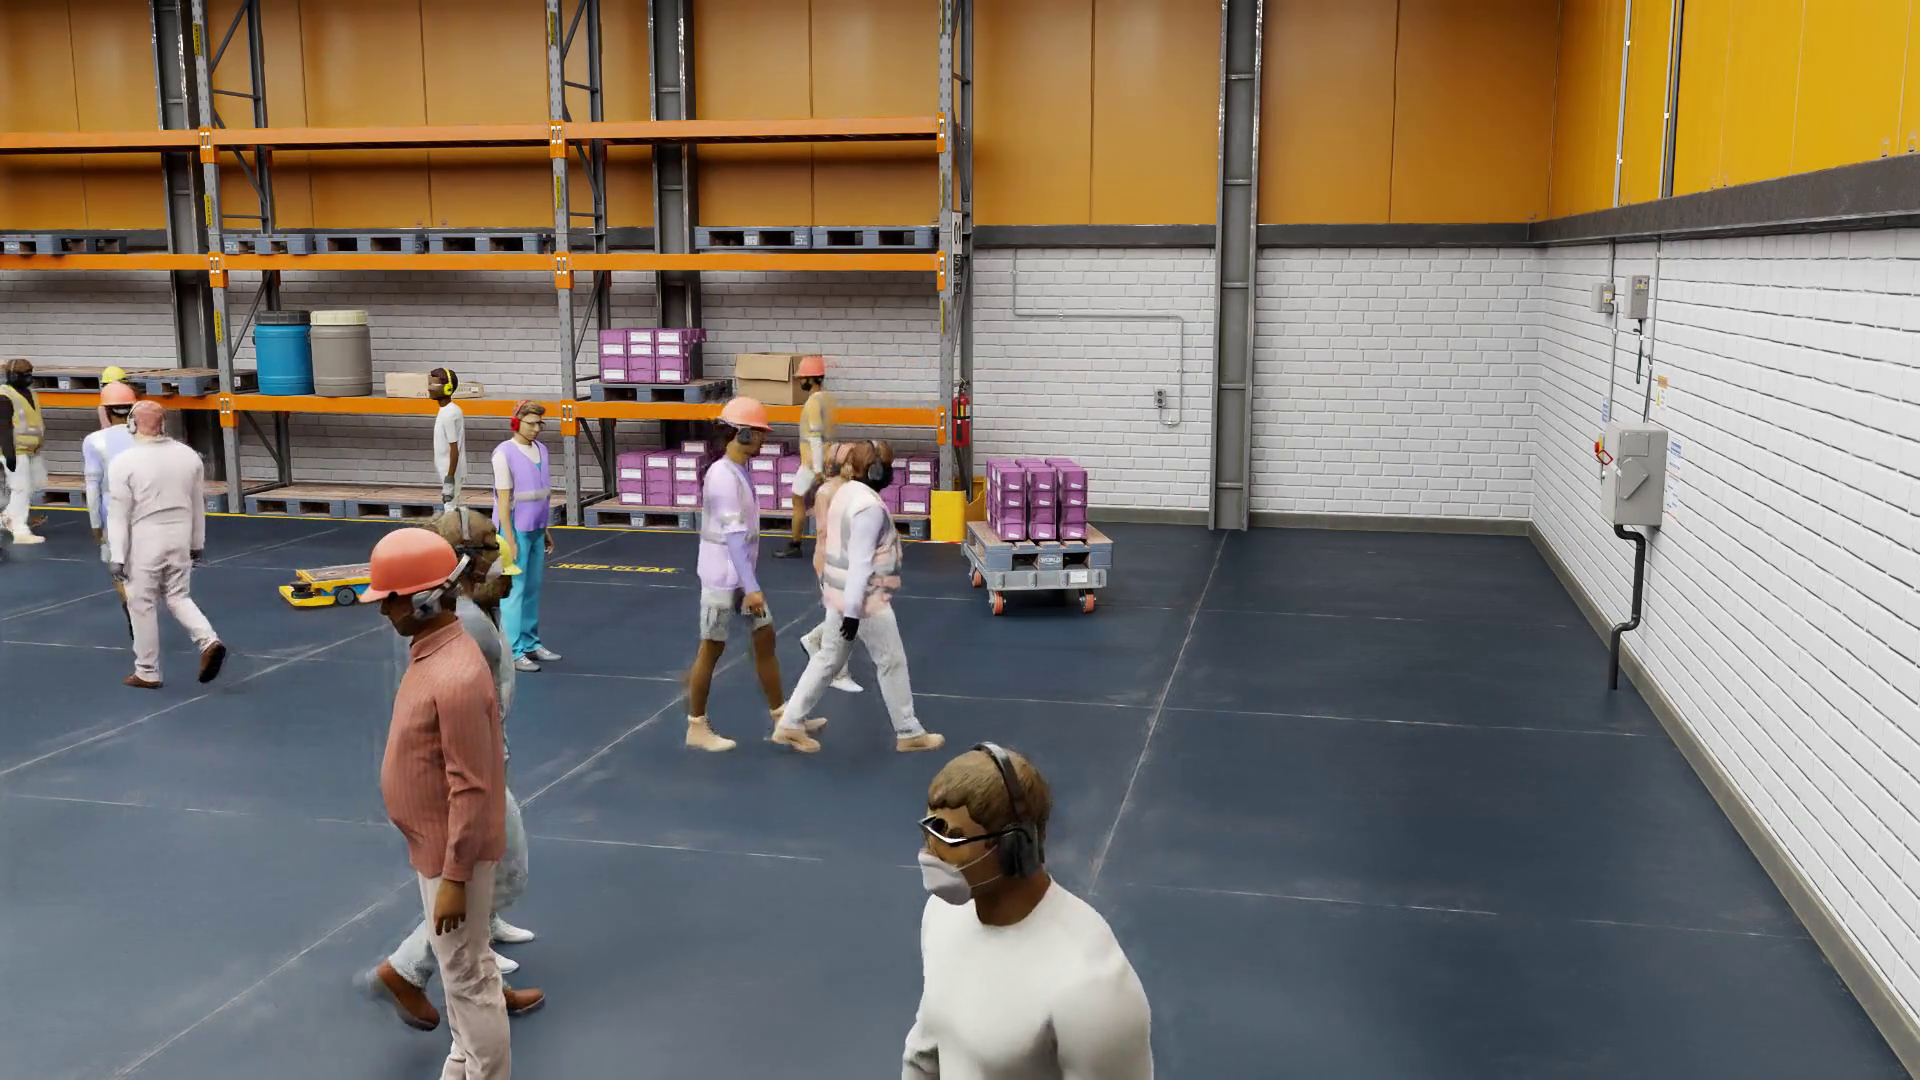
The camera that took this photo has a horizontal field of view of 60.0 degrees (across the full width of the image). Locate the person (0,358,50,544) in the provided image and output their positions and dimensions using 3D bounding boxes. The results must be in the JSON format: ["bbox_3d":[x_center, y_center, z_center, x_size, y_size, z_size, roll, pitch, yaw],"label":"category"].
[{"bbox_3d":[-9.216,-0.866,16.283,0.489,1.823,0.669,-1,10,-4],"label":"person"}]

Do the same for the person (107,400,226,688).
[{"bbox_3d":[-5.143,0.044,10.711,0.664,1.888,0.652,5,11,28],"label":"person"}]

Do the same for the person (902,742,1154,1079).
[{"bbox_3d":[0.039,1.312,3.081,0.671,1.915,0.662,-4,11,-25],"label":"person"}]

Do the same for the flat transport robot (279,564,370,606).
[{"bbox_3d":[-4.825,0.333,13.768,1.431,0.197,0.652,-6,11,-31],"label":"flat transport robot"}]

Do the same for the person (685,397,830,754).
[{"bbox_3d":[-1.157,0.219,9.311,0.922,2.003,0.716,1,10,6],"label":"person"}]

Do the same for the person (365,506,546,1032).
[{"bbox_3d":[-1.806,0.834,5.909,0.524,1.920,0.638,-4,11,-24],"label":"person"}]

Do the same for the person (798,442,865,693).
[{"bbox_3d":[-0.836,0.165,10.764,0.498,1.628,0.523,6,11,30],"label":"person"}]

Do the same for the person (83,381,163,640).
[{"bbox_3d":[-5.957,-0.178,11.948,0.545,1.921,0.611,-6,12,-34],"label":"person"}]

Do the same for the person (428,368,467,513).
[{"bbox_3d":[-4.336,-0.520,14.073,0.319,1.876,0.532,-3,10,-16],"label":"person"}]

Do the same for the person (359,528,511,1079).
[{"bbox_3d":[-1.590,0.940,5.105,0.393,1.985,0.611,-4,10,-24],"label":"person"}]

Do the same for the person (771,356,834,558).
[{"bbox_3d":[-1.266,-0.752,15.376,0.940,1.908,0.551,2,10,12],"label":"person"}]

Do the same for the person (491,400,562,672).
[{"bbox_3d":[-2.973,-0.038,11.331,0.395,1.837,0.564,3,10,15],"label":"person"}]

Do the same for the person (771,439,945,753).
[{"bbox_3d":[-0.612,0.329,9.324,0.967,1.796,0.647,-4,10,-20],"label":"person"}]

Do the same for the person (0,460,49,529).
[{"bbox_3d":[-9.649,-0.928,16.463,1.001,1.880,0.641,-8,13,-41],"label":"person"}]

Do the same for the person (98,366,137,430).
[{"bbox_3d":[-8.013,-0.771,15.884,0.316,1.767,0.535,2,10,13],"label":"person"}]

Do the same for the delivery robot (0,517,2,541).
[{"bbox_3d":[-9.146,-0.091,15.156,0.707,0.478,0.477,-1,10,-4],"label":"delivery robot"}]

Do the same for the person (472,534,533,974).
[{"bbox_3d":[-1.854,0.824,6.534,0.322,1.737,0.481,-1,10,-5],"label":"person"}]
